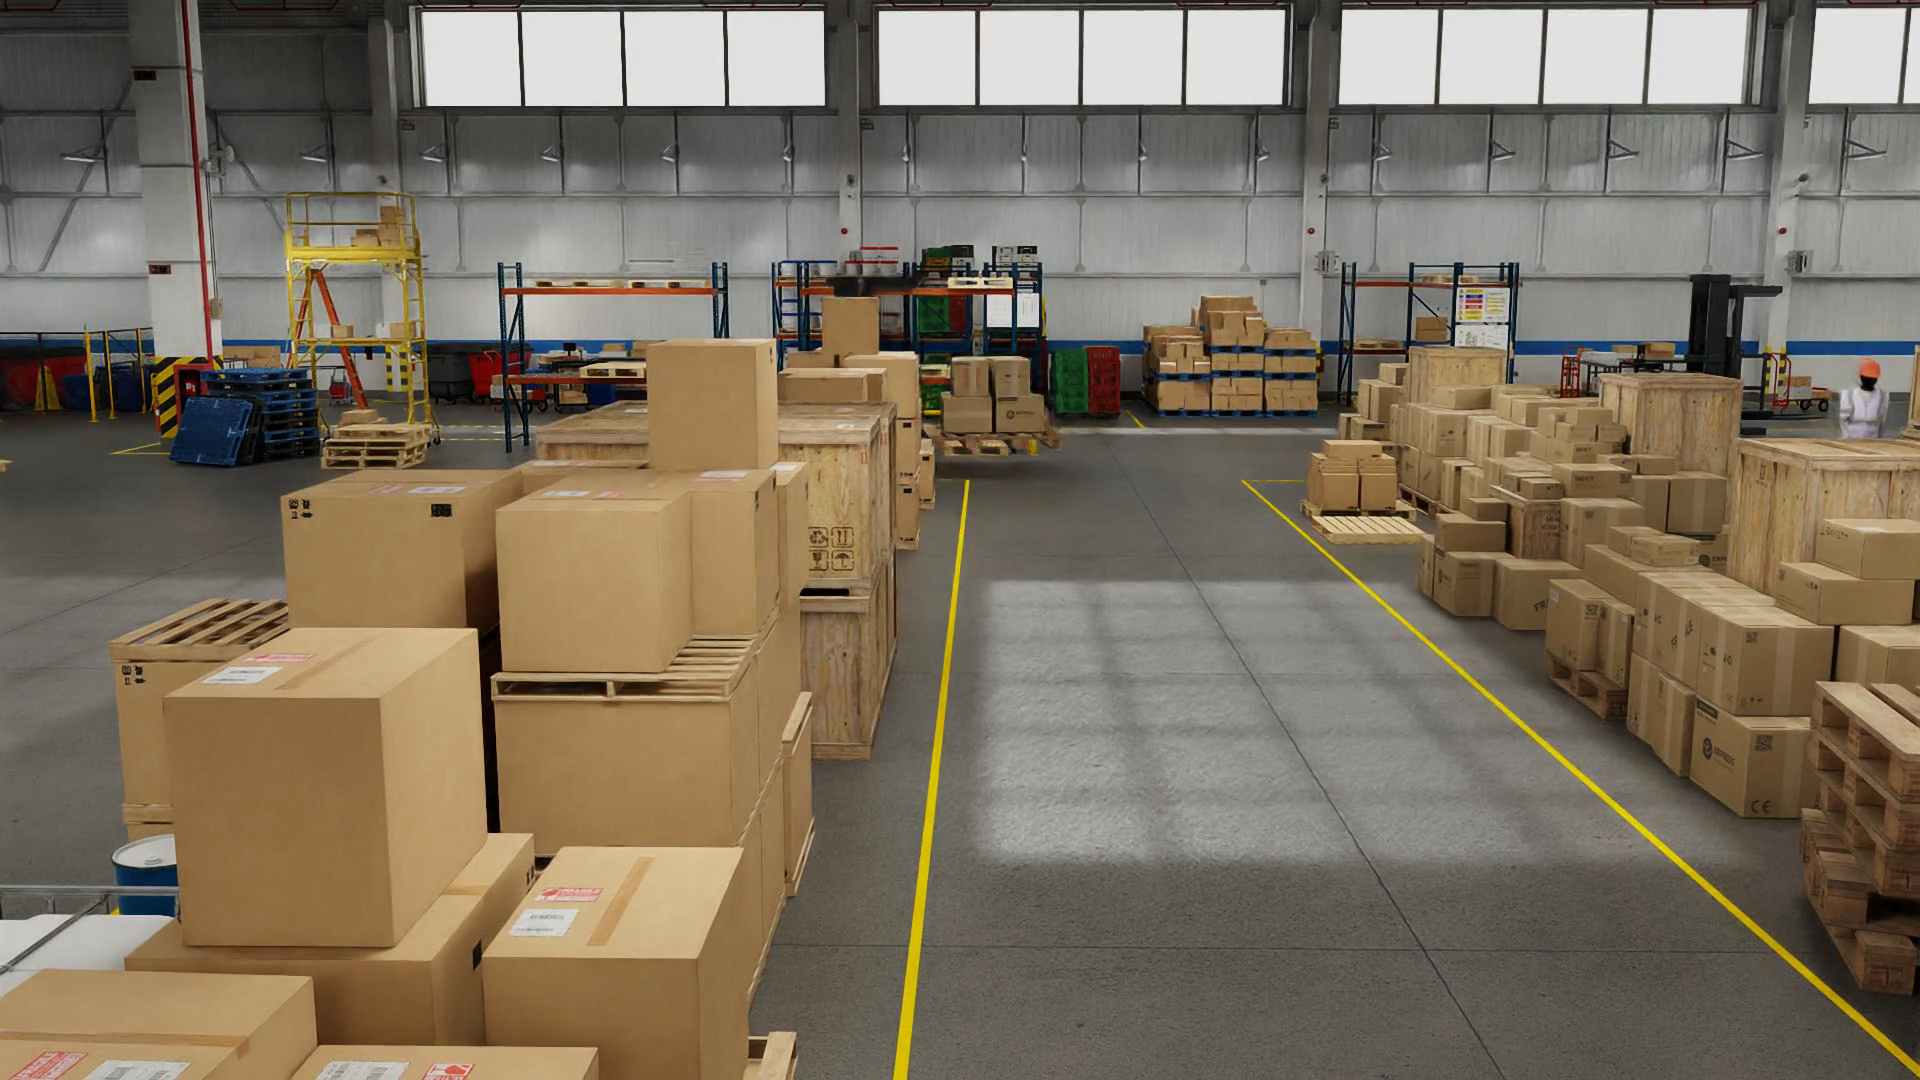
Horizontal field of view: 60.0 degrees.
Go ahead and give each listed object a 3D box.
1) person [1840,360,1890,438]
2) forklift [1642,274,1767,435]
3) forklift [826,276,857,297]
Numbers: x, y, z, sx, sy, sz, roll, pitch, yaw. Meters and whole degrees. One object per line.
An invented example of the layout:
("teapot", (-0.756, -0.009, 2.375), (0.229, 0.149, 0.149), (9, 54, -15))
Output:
("person", (10.770, -1.207, 19.865), (0.537, 1.886, 0.976), (3, 10, 18))
("forklift", (13.090, -3.274, 29.247), (1.873, 2.768, 1.129), (0, 9, 1))
("forklift", (-1.664, -2.411, 24.077), (1.873, 2.768, 1.129), (-1, 10, -6))
